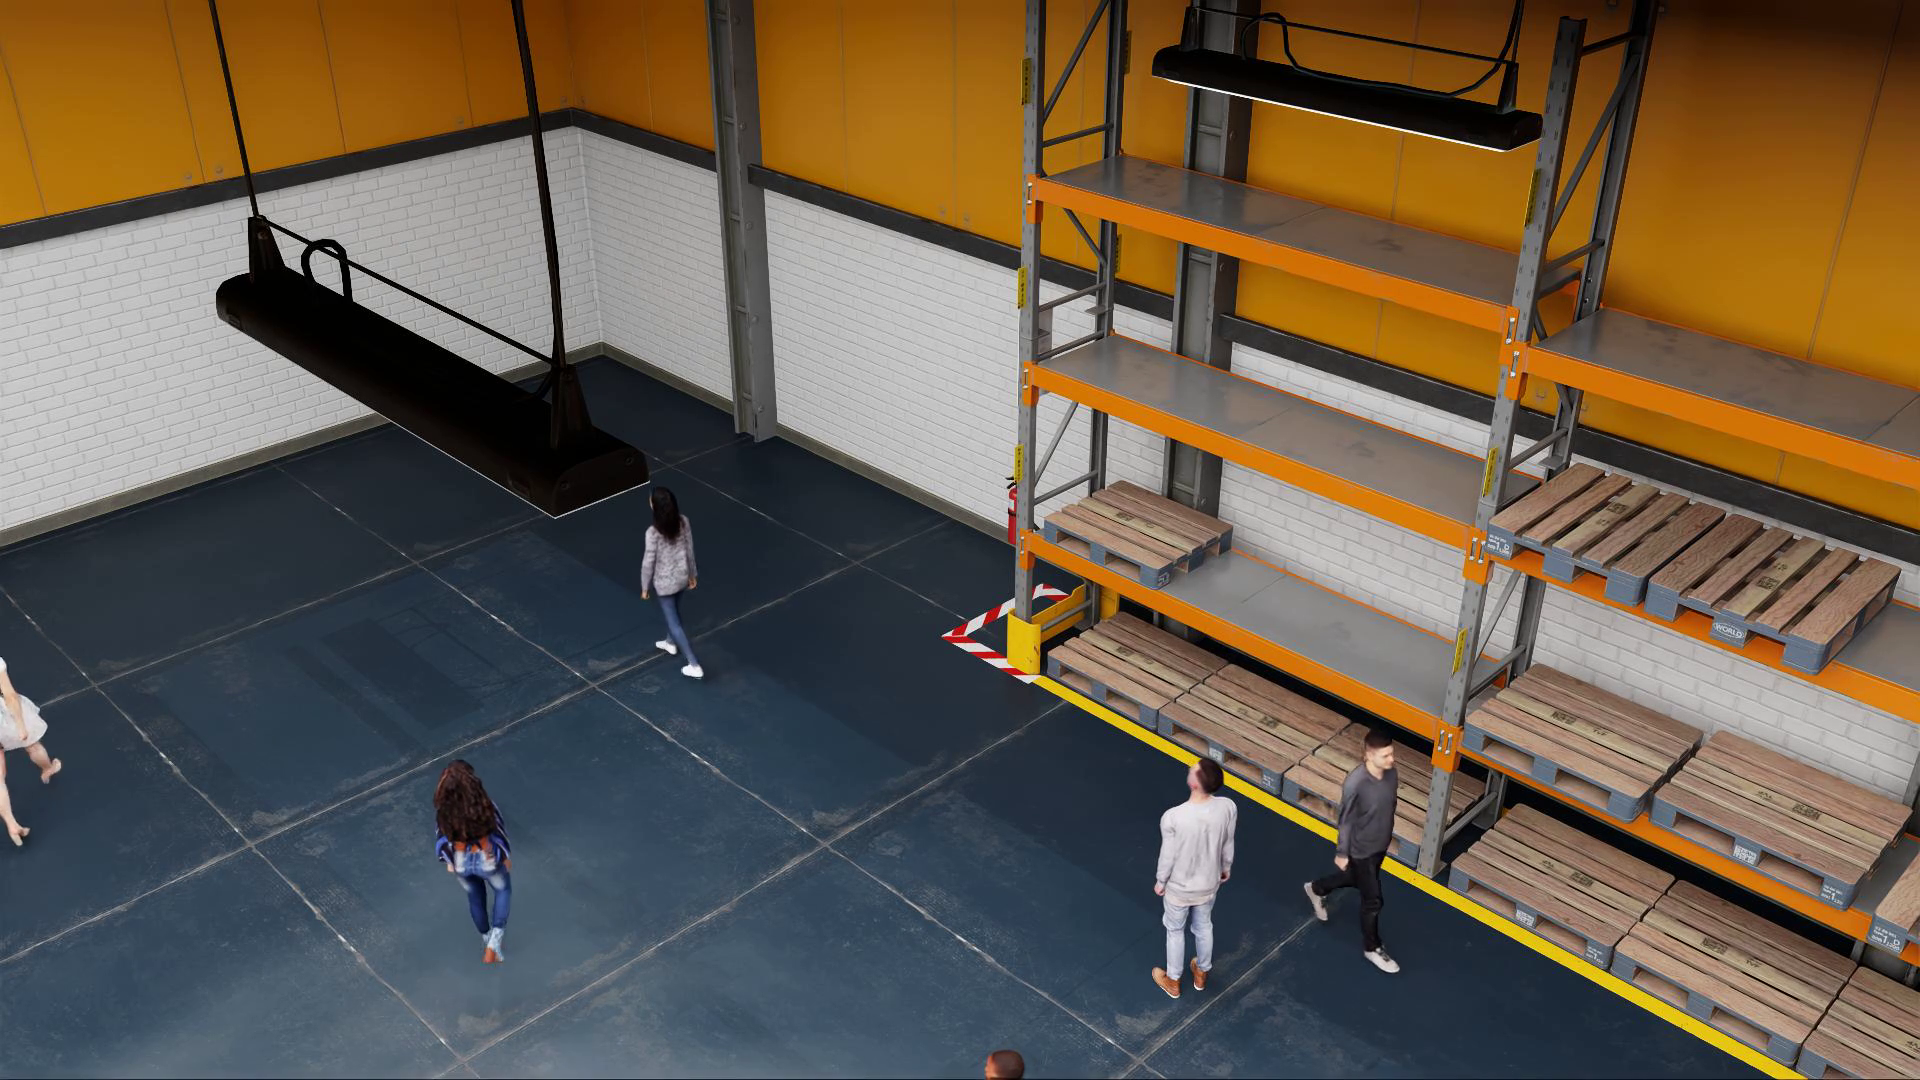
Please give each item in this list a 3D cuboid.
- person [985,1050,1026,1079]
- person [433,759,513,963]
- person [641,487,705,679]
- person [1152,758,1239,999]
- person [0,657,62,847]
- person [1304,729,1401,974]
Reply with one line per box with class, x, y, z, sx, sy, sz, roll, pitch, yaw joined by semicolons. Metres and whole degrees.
person;0.263;3.276;9.022;0.592;1.309;0.550;6;29;11
person;-3.135;2.134;10.799;0.790;1.612;0.847;-2;29;-4
person;-2.381;0.379;13.916;1.004;1.708;0.646;24;37;37
person;1.477;2.132;10.563;0.769;1.841;0.743;-9;30;-15
person;-6.973;1.415;11.995;1.083;1.729;1.226;-3;29;-6
person;2.626;1.968;10.976;0.667;1.734;1.093;-22;36;-35
